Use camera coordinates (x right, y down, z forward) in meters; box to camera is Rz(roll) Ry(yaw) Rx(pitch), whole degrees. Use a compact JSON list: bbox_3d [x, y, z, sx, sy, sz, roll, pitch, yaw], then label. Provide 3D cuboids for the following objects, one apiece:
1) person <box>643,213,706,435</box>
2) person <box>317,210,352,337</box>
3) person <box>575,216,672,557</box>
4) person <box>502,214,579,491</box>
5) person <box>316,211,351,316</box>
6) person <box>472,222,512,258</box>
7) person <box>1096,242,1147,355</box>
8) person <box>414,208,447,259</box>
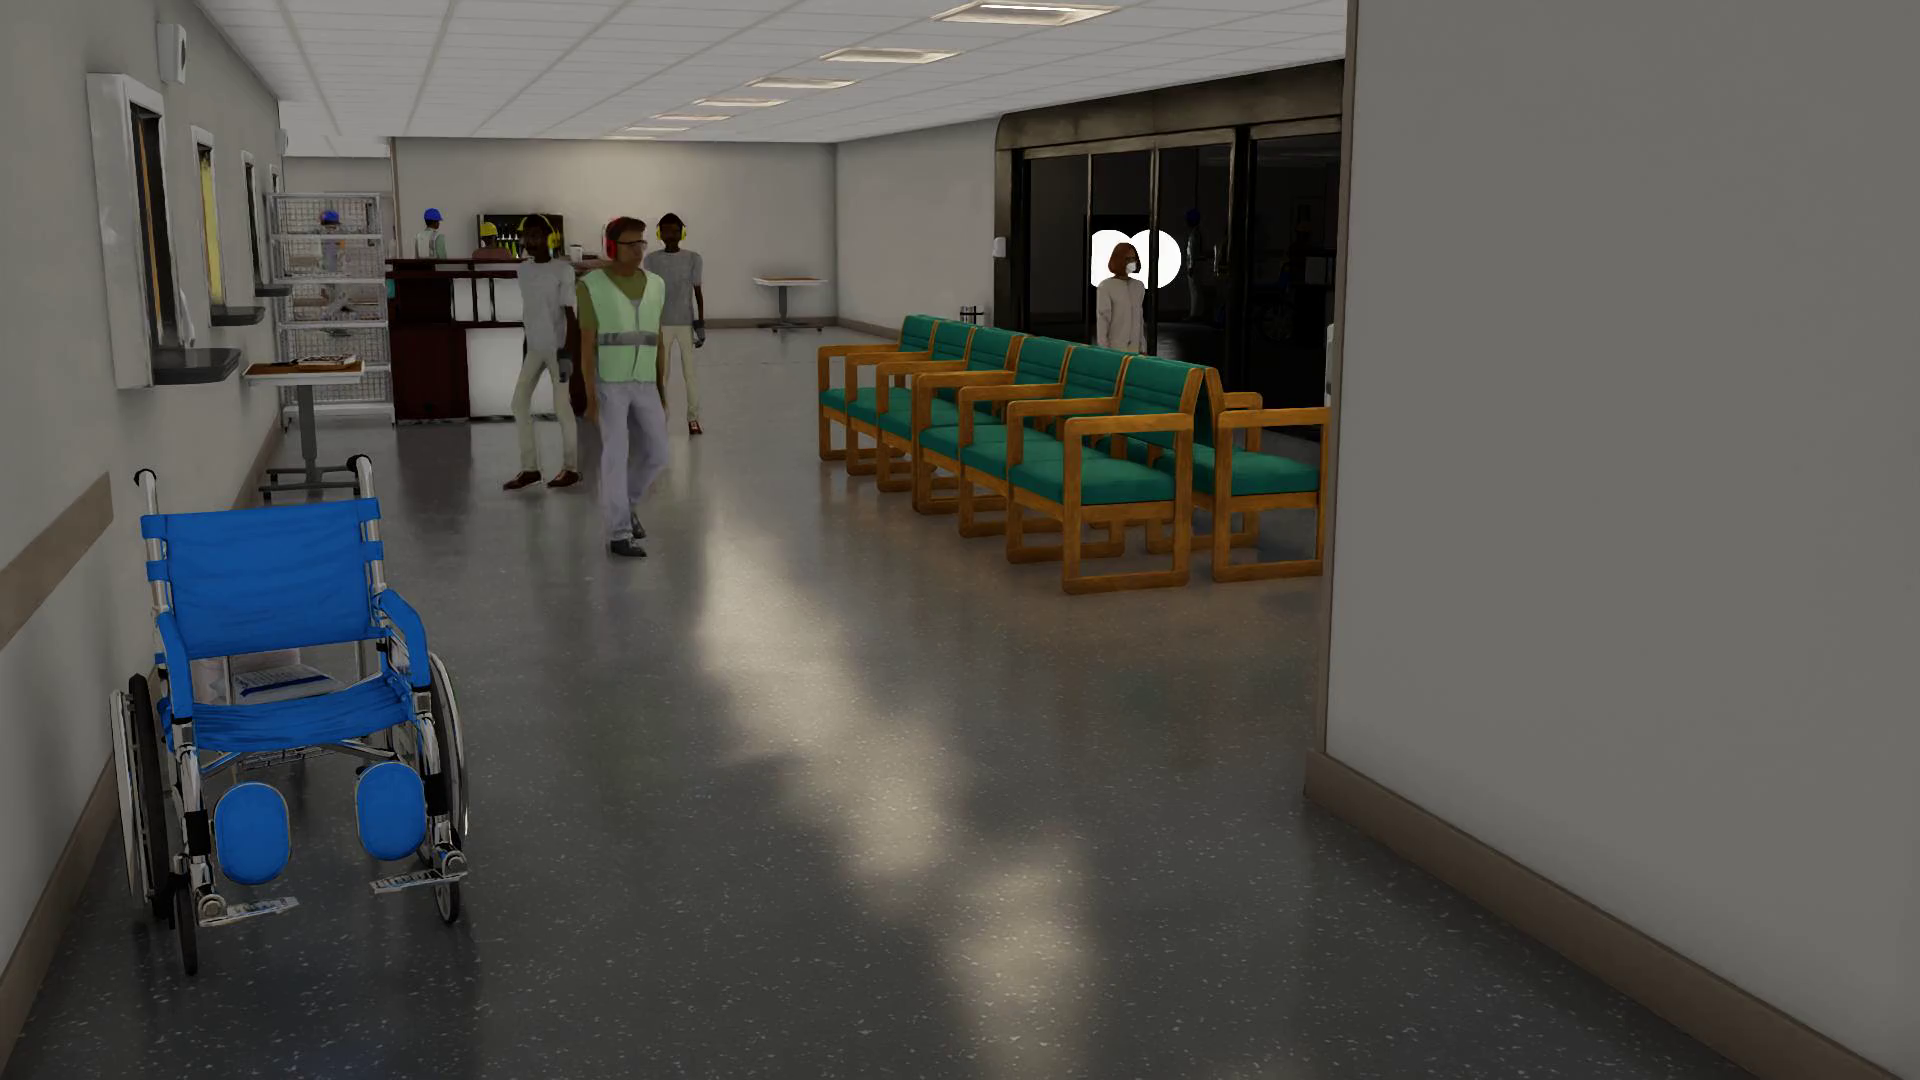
[{"bbox_3d":[-2.391,-1.798,13.956,0.505,1.861,0.330,-1,11,-4],"label":"person"},{"bbox_3d":[-9.577,-4.034,25.268,0.524,1.919,0.612,-8,13,-35],"label":"person"},{"bbox_3d":[-1.830,-0.824,9.022,0.440,1.834,0.579,10,15,42],"label":"person"},{"bbox_3d":[-2.822,-1.234,11.084,0.552,1.838,0.716,6,13,28],"label":"person"},{"bbox_3d":[-10.356,-4.467,27.493,0.544,1.920,0.584,5,12,24],"label":"person"},{"bbox_3d":[-5.927,-3.143,21.109,0.518,1.757,0.339,0,11,2],"label":"person"},{"bbox_3d":[1.248,-1.468,12.824,0.507,1.633,0.276,-10,15,-41],"label":"person"},{"bbox_3d":[-7.862,-3.969,24.850,0.614,1.945,0.406,7,13,32],"label":"person"}]
